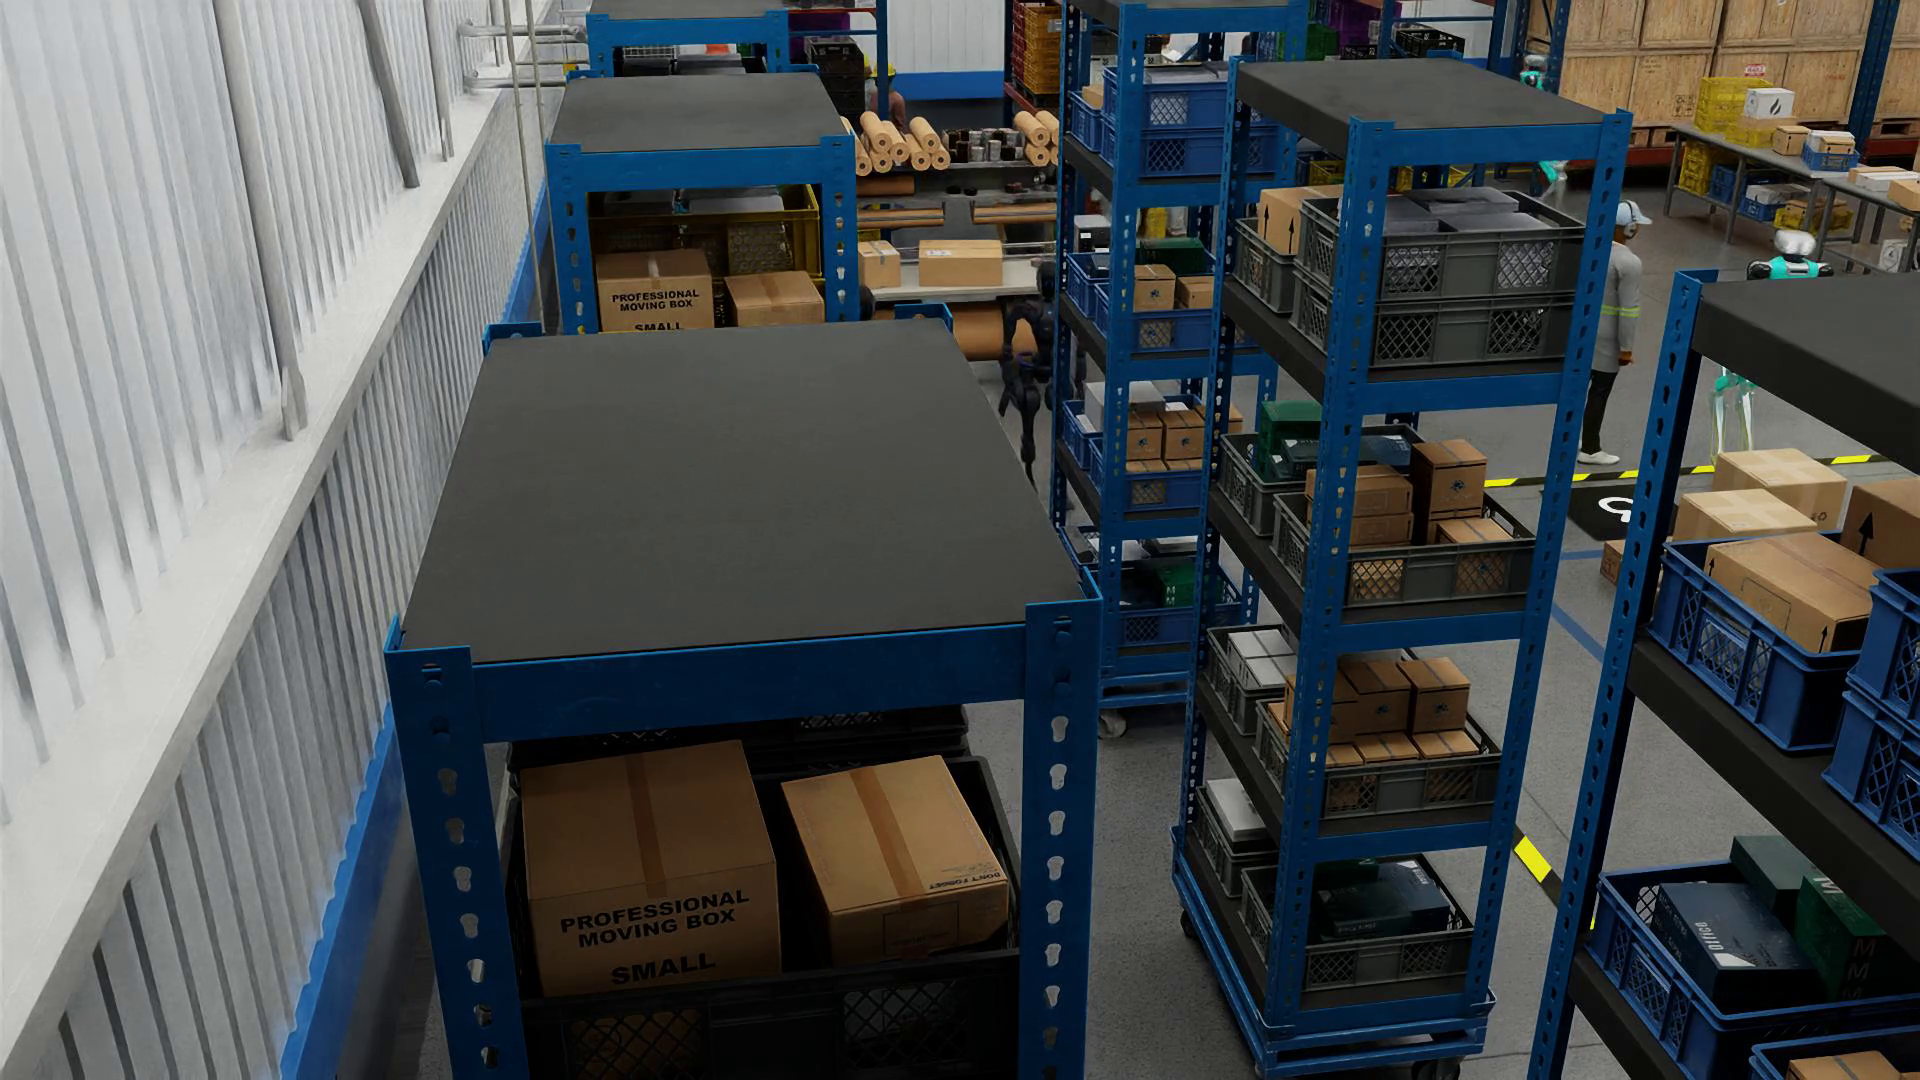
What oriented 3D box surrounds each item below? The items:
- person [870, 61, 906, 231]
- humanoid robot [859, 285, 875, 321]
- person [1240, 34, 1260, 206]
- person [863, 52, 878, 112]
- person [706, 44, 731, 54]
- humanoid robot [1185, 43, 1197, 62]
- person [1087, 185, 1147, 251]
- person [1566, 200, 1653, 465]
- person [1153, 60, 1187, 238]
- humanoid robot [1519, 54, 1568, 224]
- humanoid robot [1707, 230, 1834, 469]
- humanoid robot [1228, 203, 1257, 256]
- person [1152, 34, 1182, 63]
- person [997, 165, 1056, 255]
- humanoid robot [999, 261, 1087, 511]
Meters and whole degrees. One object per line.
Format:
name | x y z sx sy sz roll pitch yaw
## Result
person | -0.783 -4.160 17.548 0.315 1.769 0.522 -21 32 -38
humanoid robot | -0.633 -0.803 10.356 0.616 1.640 0.394 -11 27 -22
person | 3.306 -4.639 18.452 0.486 1.885 0.608 -1 25 -3
person | -1.061 -4.449 18.206 0.492 1.740 0.322 -12 27 -25
person | -2.491 -4.245 17.417 0.613 2.038 0.400 2 25 4
humanoid robot | 2.397 -4.609 18.534 0.718 1.756 0.537 -11 27 -22
person | 1.276 -2.578 14.027 0.523 1.839 0.610 -7 26 -15
person | 4.480 -1.438 11.529 0.395 1.850 0.597 -8 26 -17
person | 2.211 -3.992 17.100 0.429 1.839 0.622 -16 29 -30
humanoid robot | 6.347 -4.251 17.883 0.838 1.858 0.560 7 26 16
humanoid robot | 5.366 -1.299 11.210 0.533 1.672 0.735 1 25 2
humanoid robot | 2.799 -3.668 16.582 0.601 1.656 0.343 3 25 6
person | 2.322 -5.039 19.362 0.568 1.844 0.378 -18 30 -34
person | 0.569 -2.508 13.894 0.582 1.827 0.429 -10 26 -20
humanoid robot | 0.550 -0.999 10.792 0.589 1.641 0.609 -3 25 -6
